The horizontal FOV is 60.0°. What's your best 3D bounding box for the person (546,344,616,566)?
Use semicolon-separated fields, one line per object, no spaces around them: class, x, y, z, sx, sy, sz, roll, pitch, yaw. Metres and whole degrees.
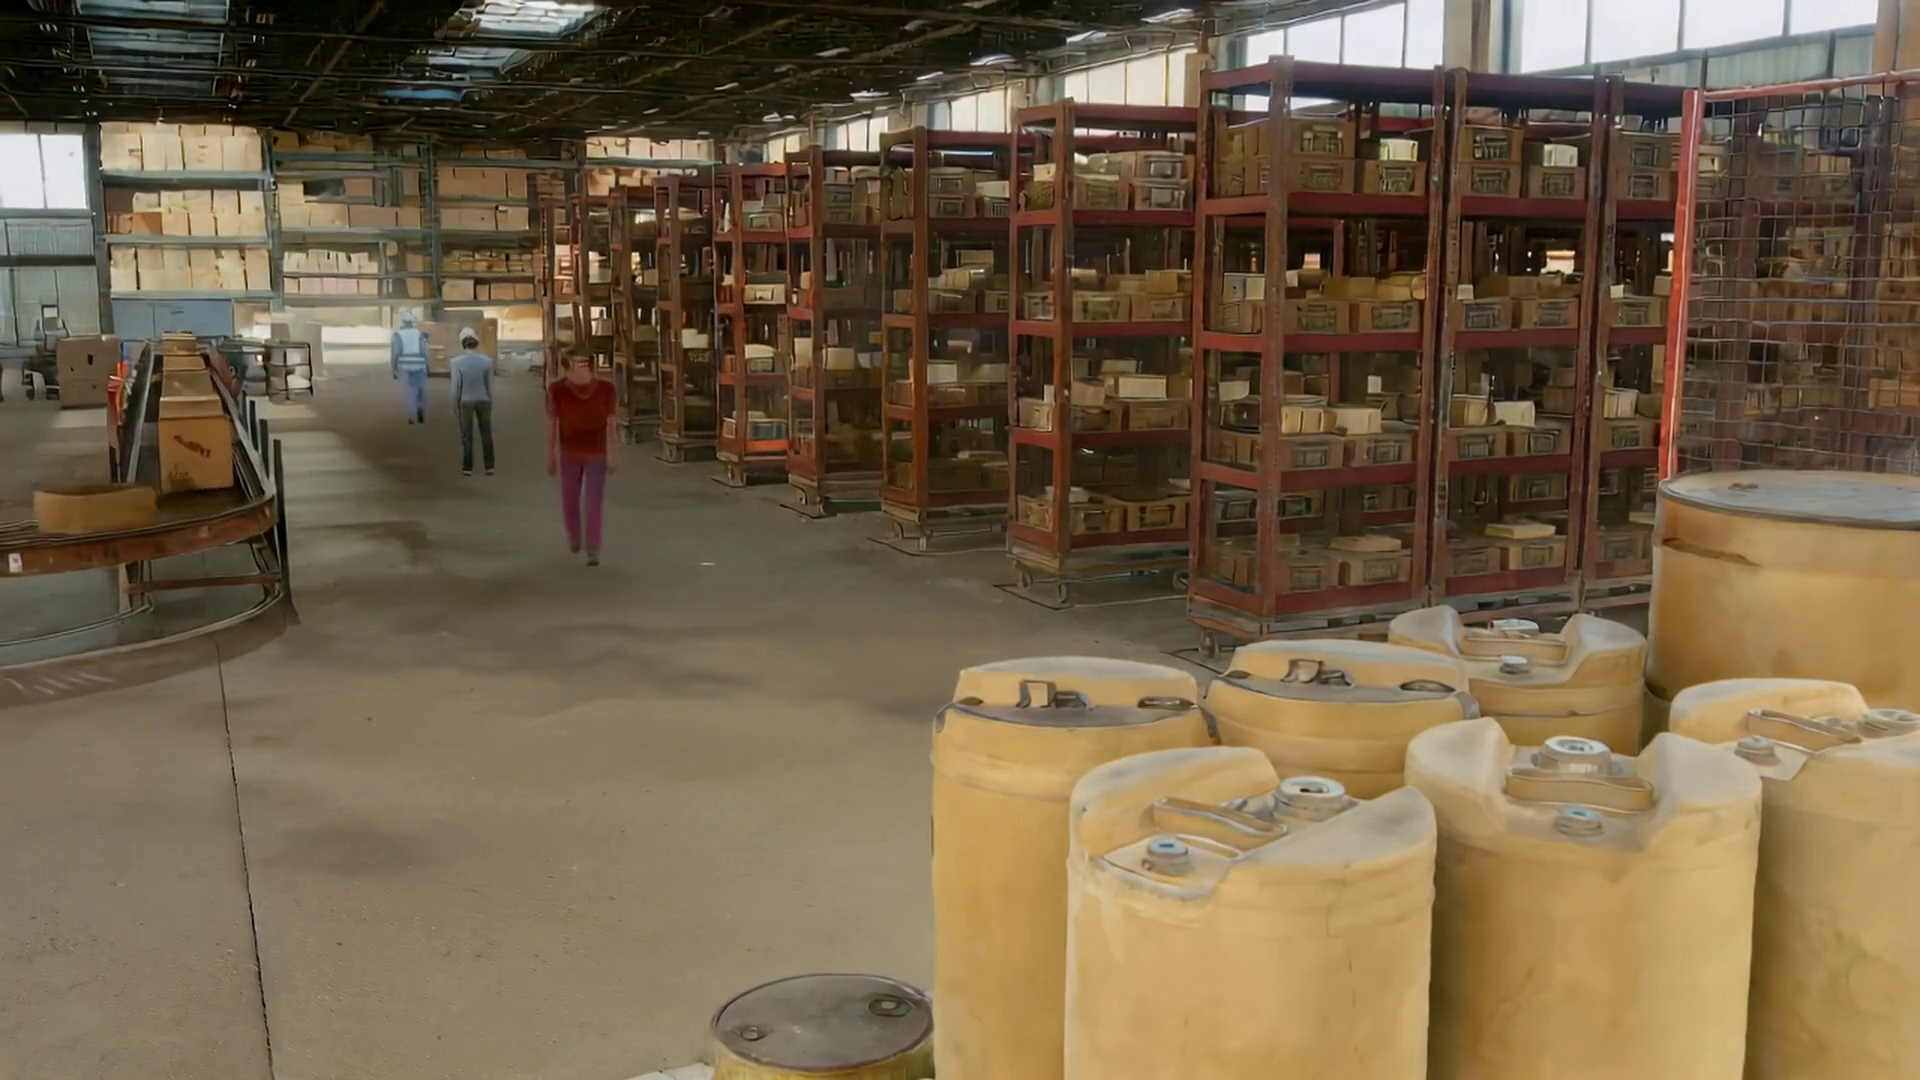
person;-3.144;-0.721;13.841;0.568;1.824;0.665;-3;10;-16

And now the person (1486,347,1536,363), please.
person;5.859;-1.422;17.802;0.606;1.952;1.018;-4;10;-25

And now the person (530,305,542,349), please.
person;-12.648;-6.477;49.525;0.404;1.829;0.591;1;9;4

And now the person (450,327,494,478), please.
person;-5.728;-1.614;19.552;0.524;1.769;0.309;-7;11;-37

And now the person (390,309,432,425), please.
person;-8.663;-2.718;26.227;0.623;1.816;0.459;-4;10;-22

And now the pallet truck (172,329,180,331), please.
pallet truck;-17.275;-3.851;35.096;1.601;1.201;0.680;0;9;1

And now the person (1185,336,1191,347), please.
person;3.336;-2.391;23.634;0.654;2.008;0.416;-3;10;-18

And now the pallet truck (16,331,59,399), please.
pallet truck;-17.082;-3.353;31.781;1.630;1.274;0.653;-4;10;-25
